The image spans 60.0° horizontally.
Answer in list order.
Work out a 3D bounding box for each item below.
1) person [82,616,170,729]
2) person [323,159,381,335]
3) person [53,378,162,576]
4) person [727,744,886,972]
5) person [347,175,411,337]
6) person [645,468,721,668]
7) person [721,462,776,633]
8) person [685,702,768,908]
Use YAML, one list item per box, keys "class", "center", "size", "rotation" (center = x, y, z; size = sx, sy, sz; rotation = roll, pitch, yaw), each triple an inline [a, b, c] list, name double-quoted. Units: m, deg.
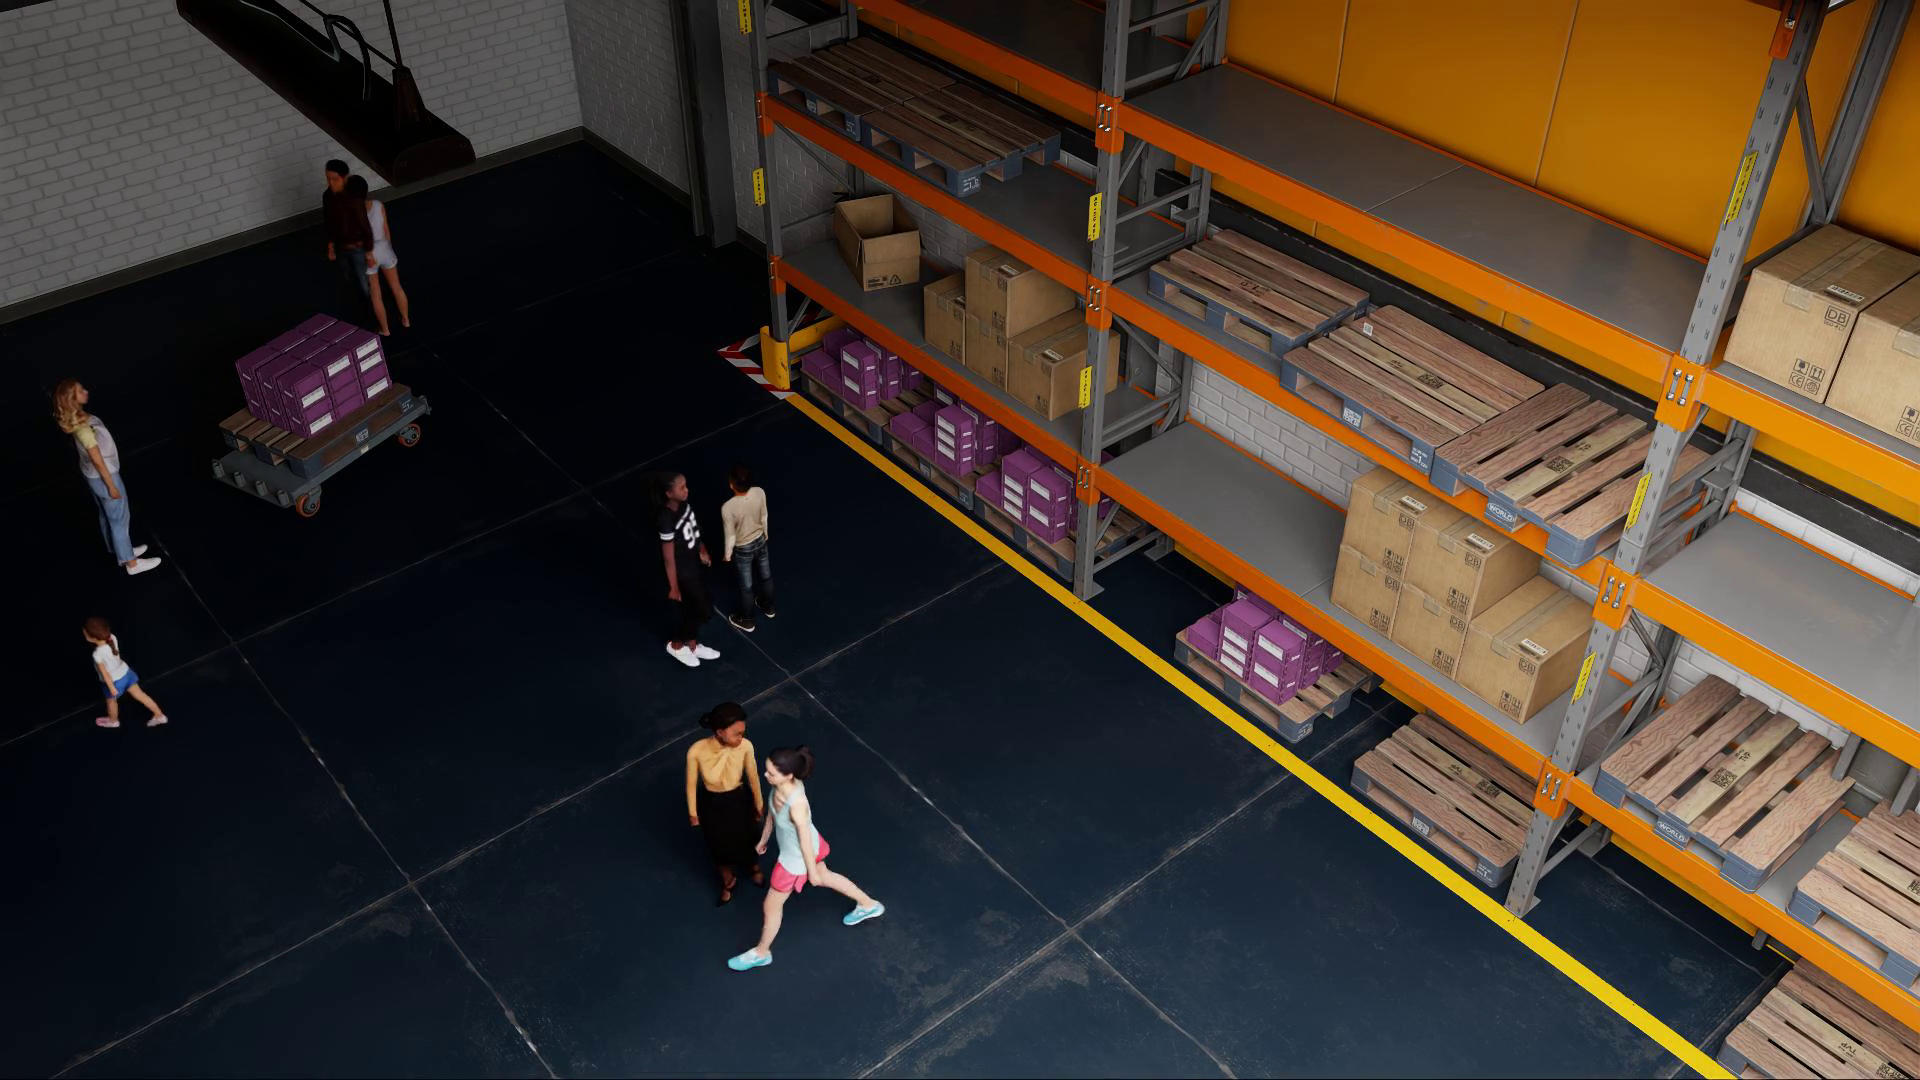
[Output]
- class: "person"
  center: [-5.793, 0.936, 11.502]
  size: [0.767, 0.999, 0.705]
  rotation: [3, 39, 3]
- class: "person"
  center: [-5.616, -2.712, 15.442]
  size: [0.714, 1.781, 0.837]
  rotation: [19, 42, 22]
- class: "person"
  center: [-6.563, -0.486, 12.702]
  size: [0.694, 1.723, 0.483]
  rotation: [-32, 48, -33]
- class: "person"
  center: [-0.866, 1.835, 9.804]
  size: [0.967, 1.713, 1.241]
  rotation: [-12, 40, -14]
- class: "person"
  center: [-5.465, -2.662, 15.518]
  size: [0.584, 1.608, 0.547]
  rotation: [-32, 48, -34]
- class: "person"
  center: [-2.038, 0.197, 11.848]
  size: [0.820, 1.721, 0.756]
  rotation: [2, 39, 2]
- class: "person"
  center: [-1.559, 0.038, 12.252]
  size: [0.554, 1.465, 0.522]
  rotation: [-31, 48, -33]
- class: "person"
  center: [-1.435, 1.630, 10.119]
  size: [0.701, 1.639, 0.713]
  rotation: [4, 39, 5]
